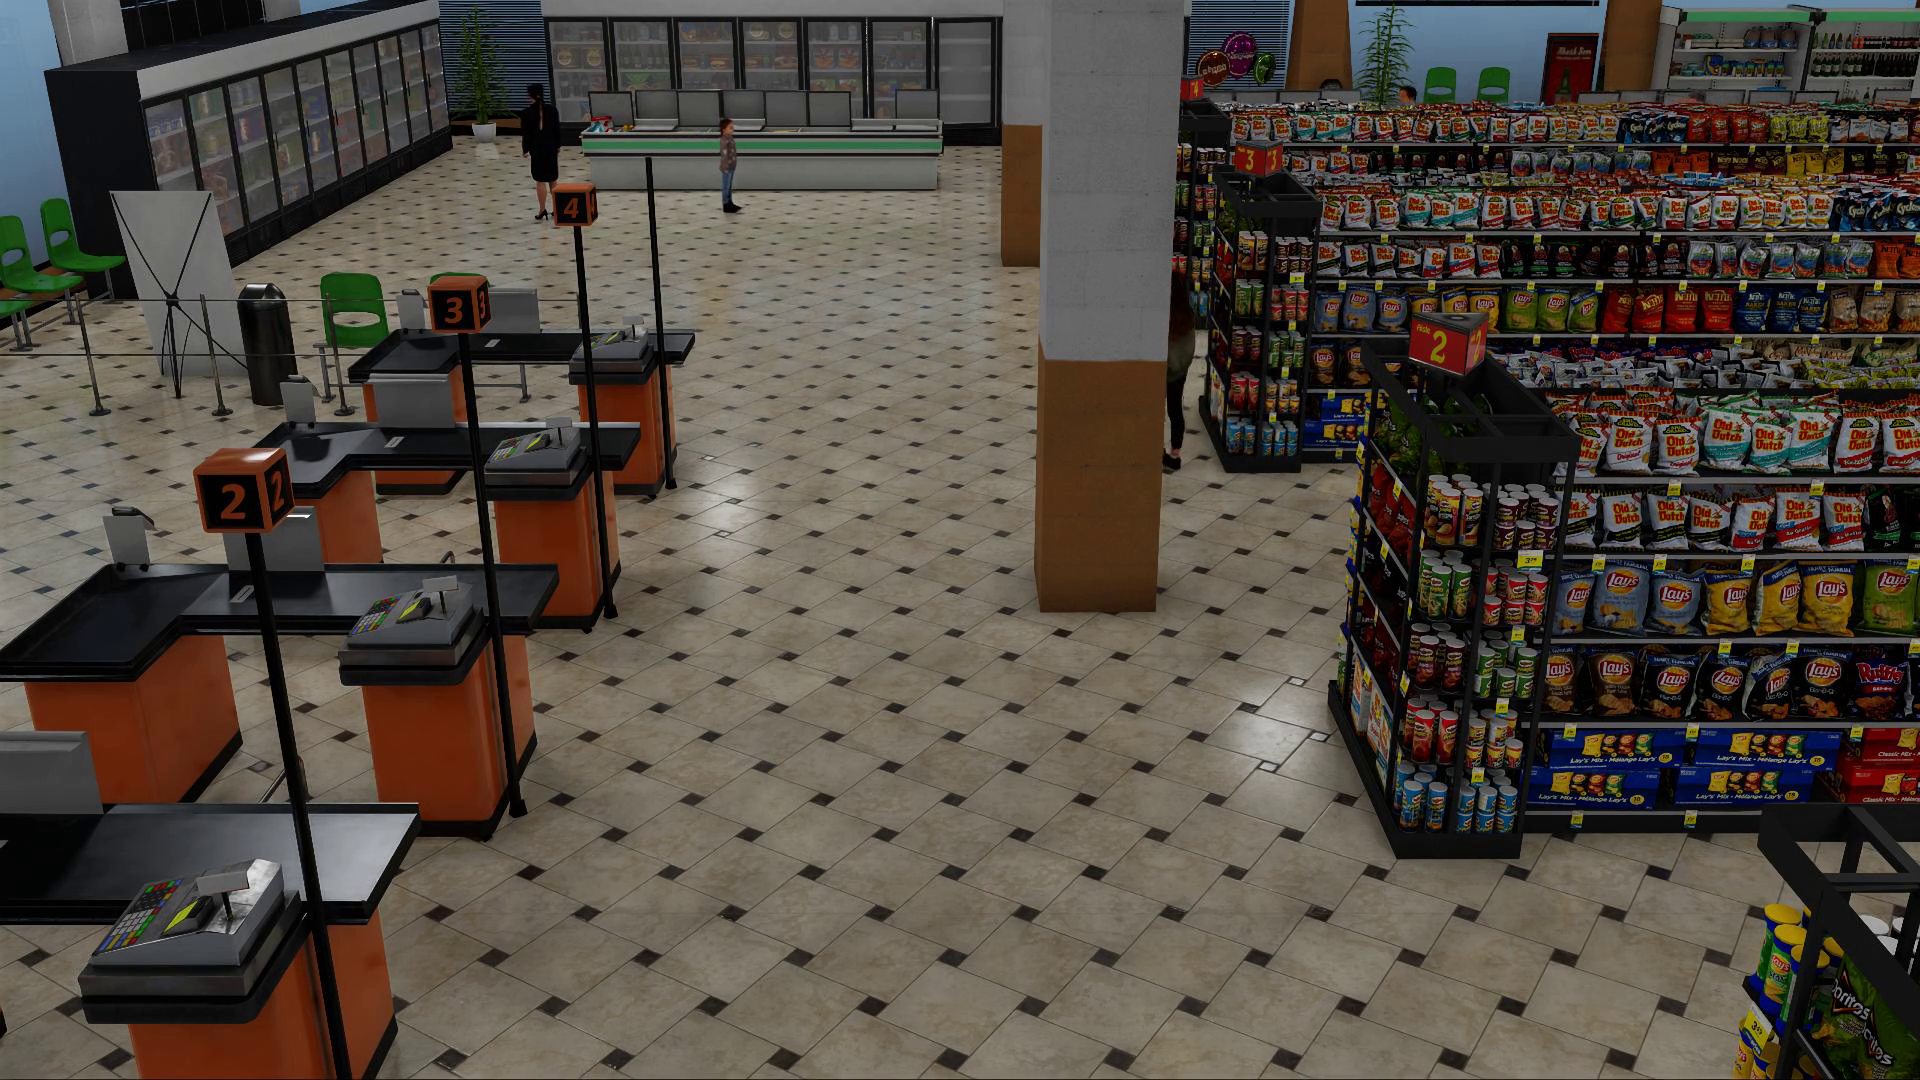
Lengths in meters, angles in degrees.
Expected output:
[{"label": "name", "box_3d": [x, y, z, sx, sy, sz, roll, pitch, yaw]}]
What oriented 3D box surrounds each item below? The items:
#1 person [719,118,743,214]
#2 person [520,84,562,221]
[{"label": "person", "box_3d": [-3.002, -4.849, 21.508, 0.512, 1.194, 0.521, 4, 22, 11]}, {"label": "person", "box_3d": [-5.265, -4.888, 20.970, 0.788, 1.667, 0.863, -18, 28, -37]}]
